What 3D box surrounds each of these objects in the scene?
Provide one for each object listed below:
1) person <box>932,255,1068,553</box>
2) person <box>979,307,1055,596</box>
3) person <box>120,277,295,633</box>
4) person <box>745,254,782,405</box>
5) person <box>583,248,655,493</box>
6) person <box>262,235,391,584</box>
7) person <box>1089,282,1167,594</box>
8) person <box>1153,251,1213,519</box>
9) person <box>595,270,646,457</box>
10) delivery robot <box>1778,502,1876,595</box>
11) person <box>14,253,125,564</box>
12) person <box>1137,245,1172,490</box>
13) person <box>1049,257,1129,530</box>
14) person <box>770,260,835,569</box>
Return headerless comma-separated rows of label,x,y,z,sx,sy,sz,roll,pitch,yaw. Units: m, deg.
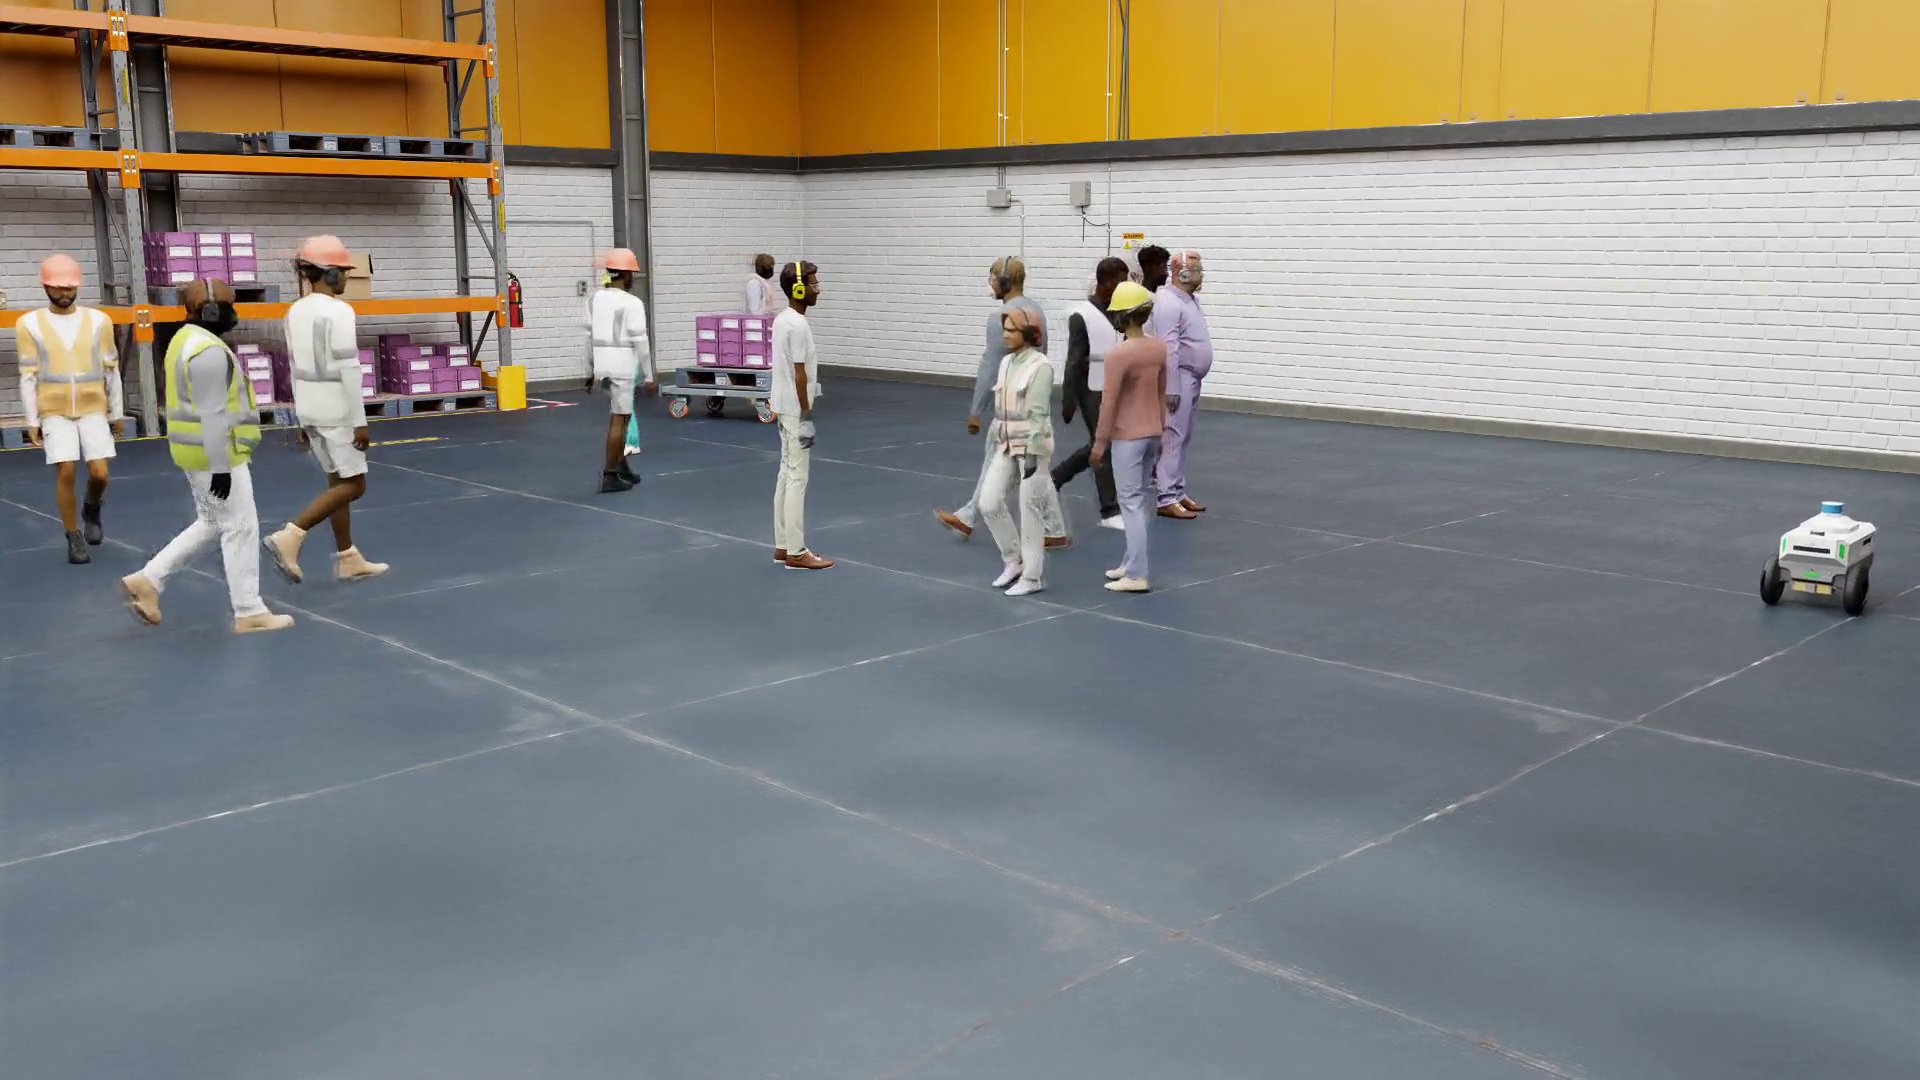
person,0.259,-0.867,10.690,1.023,1.882,0.659,4,11,23
person,0.337,-0.482,9.316,0.374,1.625,0.523,-6,12,-31
person,-3.845,-0.406,8.393,0.695,1.826,0.632,-7,12,-33
person,-2.251,-2.483,19.744,0.614,1.803,0.690,2,11,10
person,-2.652,-1.339,13.173,0.584,1.913,0.654,8,13,36
person,-3.662,-0.717,9.497,0.630,2.026,0.713,9,14,42
person,0.939,-0.579,9.463,0.408,1.763,0.535,9,13,39
person,1.614,-1.116,11.995,0.408,1.905,0.654,4,11,20
person,-3.114,-1.600,15.066,0.543,1.745,0.599,8,13,37
delivery robot,4.784,0.033,9.163,0.477,0.478,0.707,9,13,40
person,-5.492,-0.809,10.303,0.584,1.911,0.598,-7,12,-33
person,1.564,-1.354,13.177,0.646,1.944,0.645,3,11,16
person,0.895,-1.022,11.566,0.812,1.881,0.598,8,13,36
person,-0.986,-0.761,10.159,0.335,1.873,0.520,-3,11,-18
